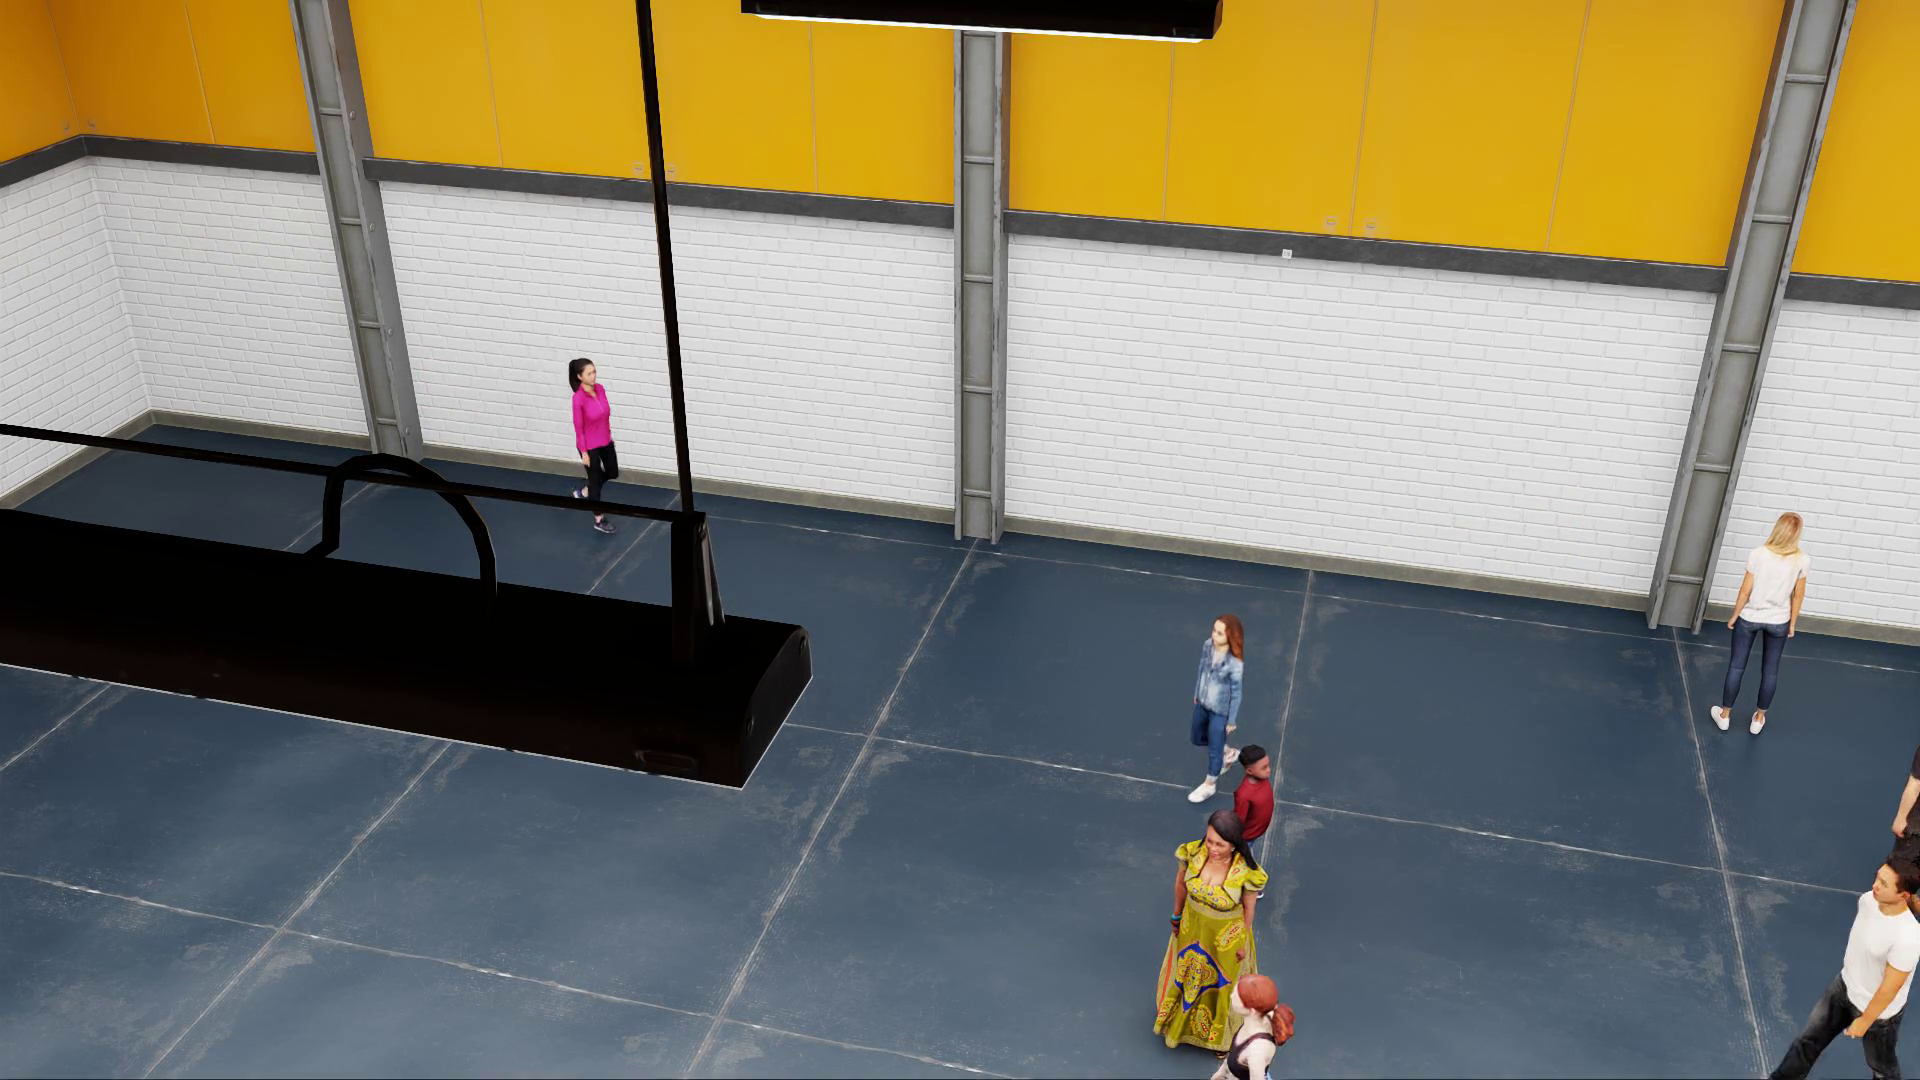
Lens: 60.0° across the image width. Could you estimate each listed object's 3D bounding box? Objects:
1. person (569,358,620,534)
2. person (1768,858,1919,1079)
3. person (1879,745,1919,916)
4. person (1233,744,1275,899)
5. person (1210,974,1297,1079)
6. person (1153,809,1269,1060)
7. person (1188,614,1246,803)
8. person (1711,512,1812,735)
[{"bbox_3d":[-3.375,-0.877,15.064,0.802,1.689,0.674,14,32,24],"label":"person"},{"bbox_3d":[4.962,2.448,8.886,1.147,1.767,0.914,-4,29,-8],"label":"person"},{"bbox_3d":[6.052,1.674,10.355,0.643,1.708,0.776,-7,29,-13],"label":"person"},{"bbox_3d":[1.805,1.823,10.557,0.564,1.253,0.551,17,33,28],"label":"person"},{"bbox_3d":[1.499,2.842,8.176,0.977,1.755,0.608,10,30,18],"label":"person"},{"bbox_3d":[1.439,2.205,9.442,0.778,1.661,0.964,13,31,22],"label":"person"},{"bbox_3d":[1.839,1.139,11.584,0.841,1.470,0.782,-16,32,-26],"label":"person"},{"bbox_3d":[5.897,0.606,12.209,0.423,1.808,0.664,8,30,14],"label":"person"}]
